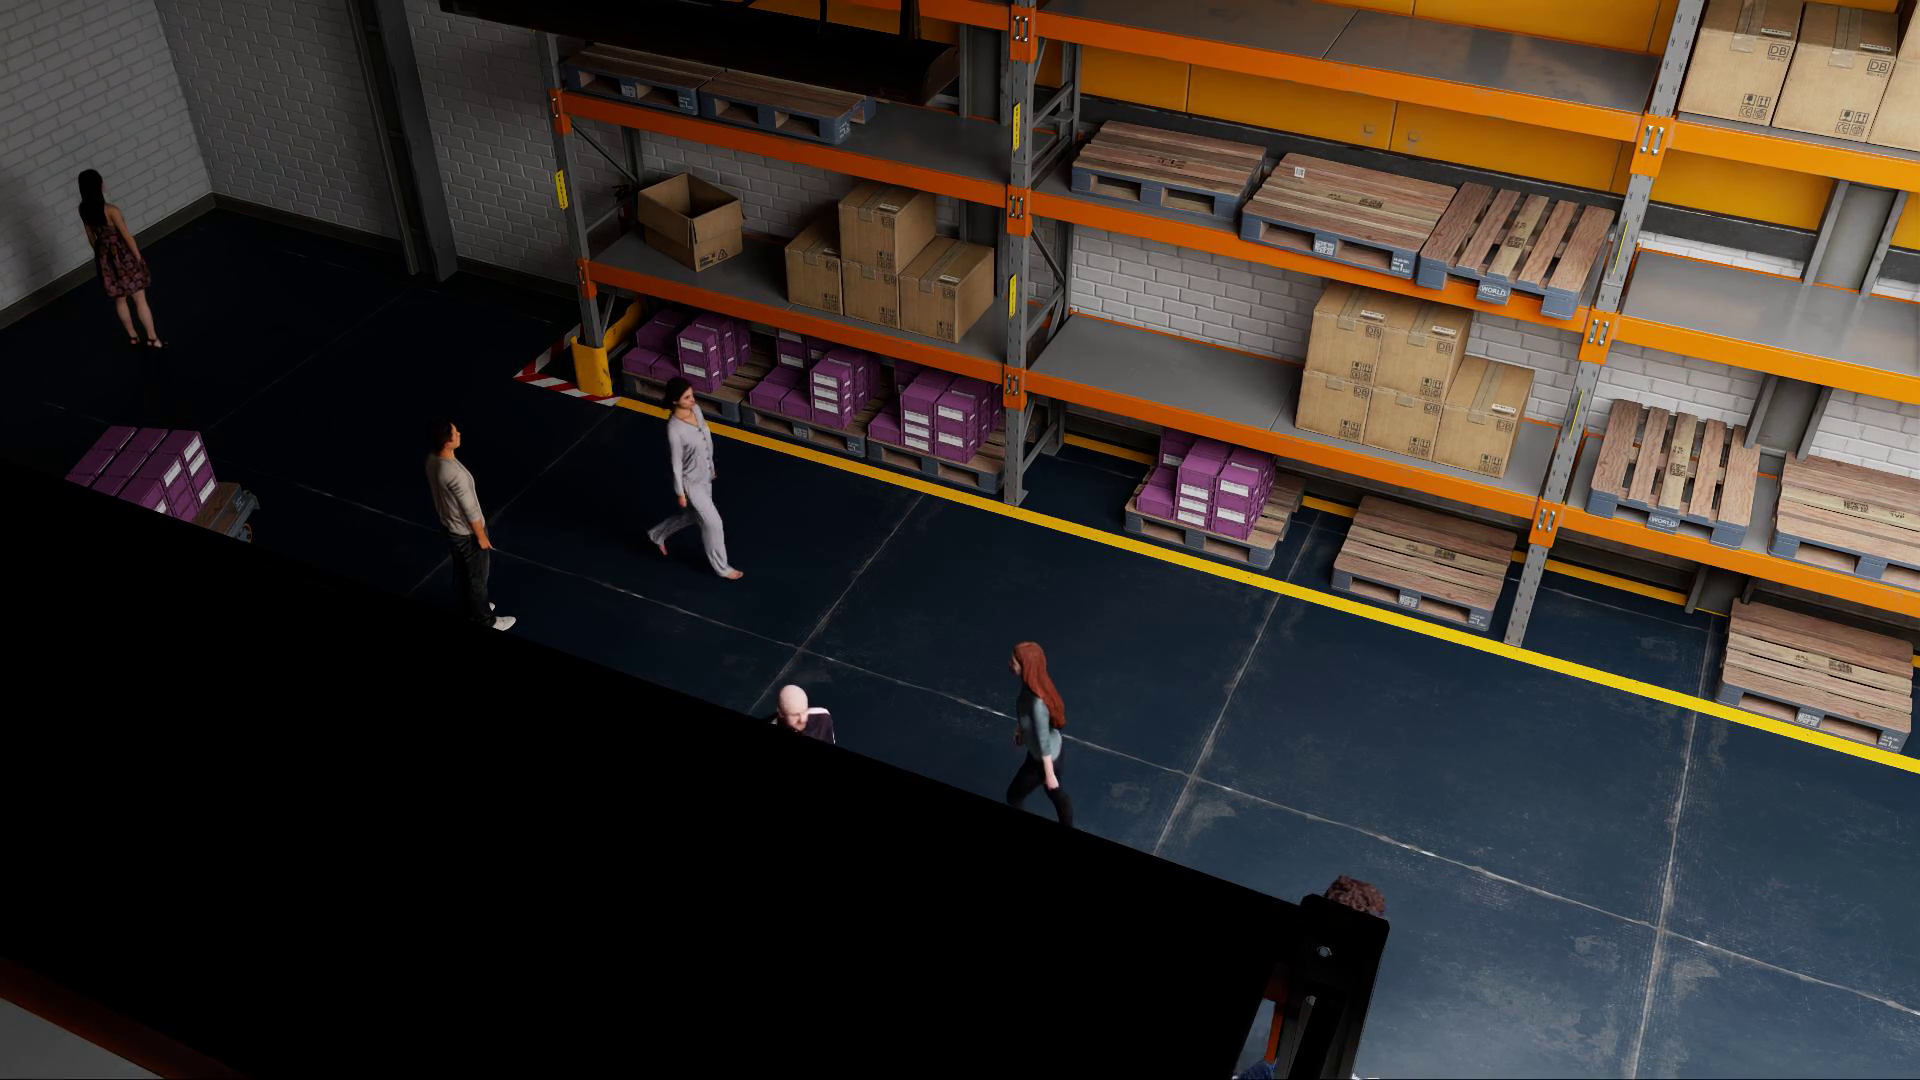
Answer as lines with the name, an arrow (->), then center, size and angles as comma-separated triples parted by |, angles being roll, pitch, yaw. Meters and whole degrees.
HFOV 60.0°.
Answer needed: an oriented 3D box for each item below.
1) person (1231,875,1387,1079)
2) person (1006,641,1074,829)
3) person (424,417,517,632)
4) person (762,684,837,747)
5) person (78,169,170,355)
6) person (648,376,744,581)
person -> 1.831, 2.419, 8.670 | 1.230, 1.779, 0.919 | 5, 39, 6
person -> 0.571, 1.323, 10.099 | 0.994, 1.708, 0.802 | 2, 39, 3
person -> -3.540, -0.099, 11.797 | 0.789, 1.811, 0.613 | -31, 48, -33
person -> -1.016, 1.436, 9.900 | 1.113, 1.781, 1.309 | -19, 42, -22
person -> -7.475, -2.464, 14.787 | 0.682, 1.774, 0.788 | 7, 39, 9
person -> -2.043, -0.464, 12.307 | 1.039, 1.745, 0.680 | 12, 40, 14
